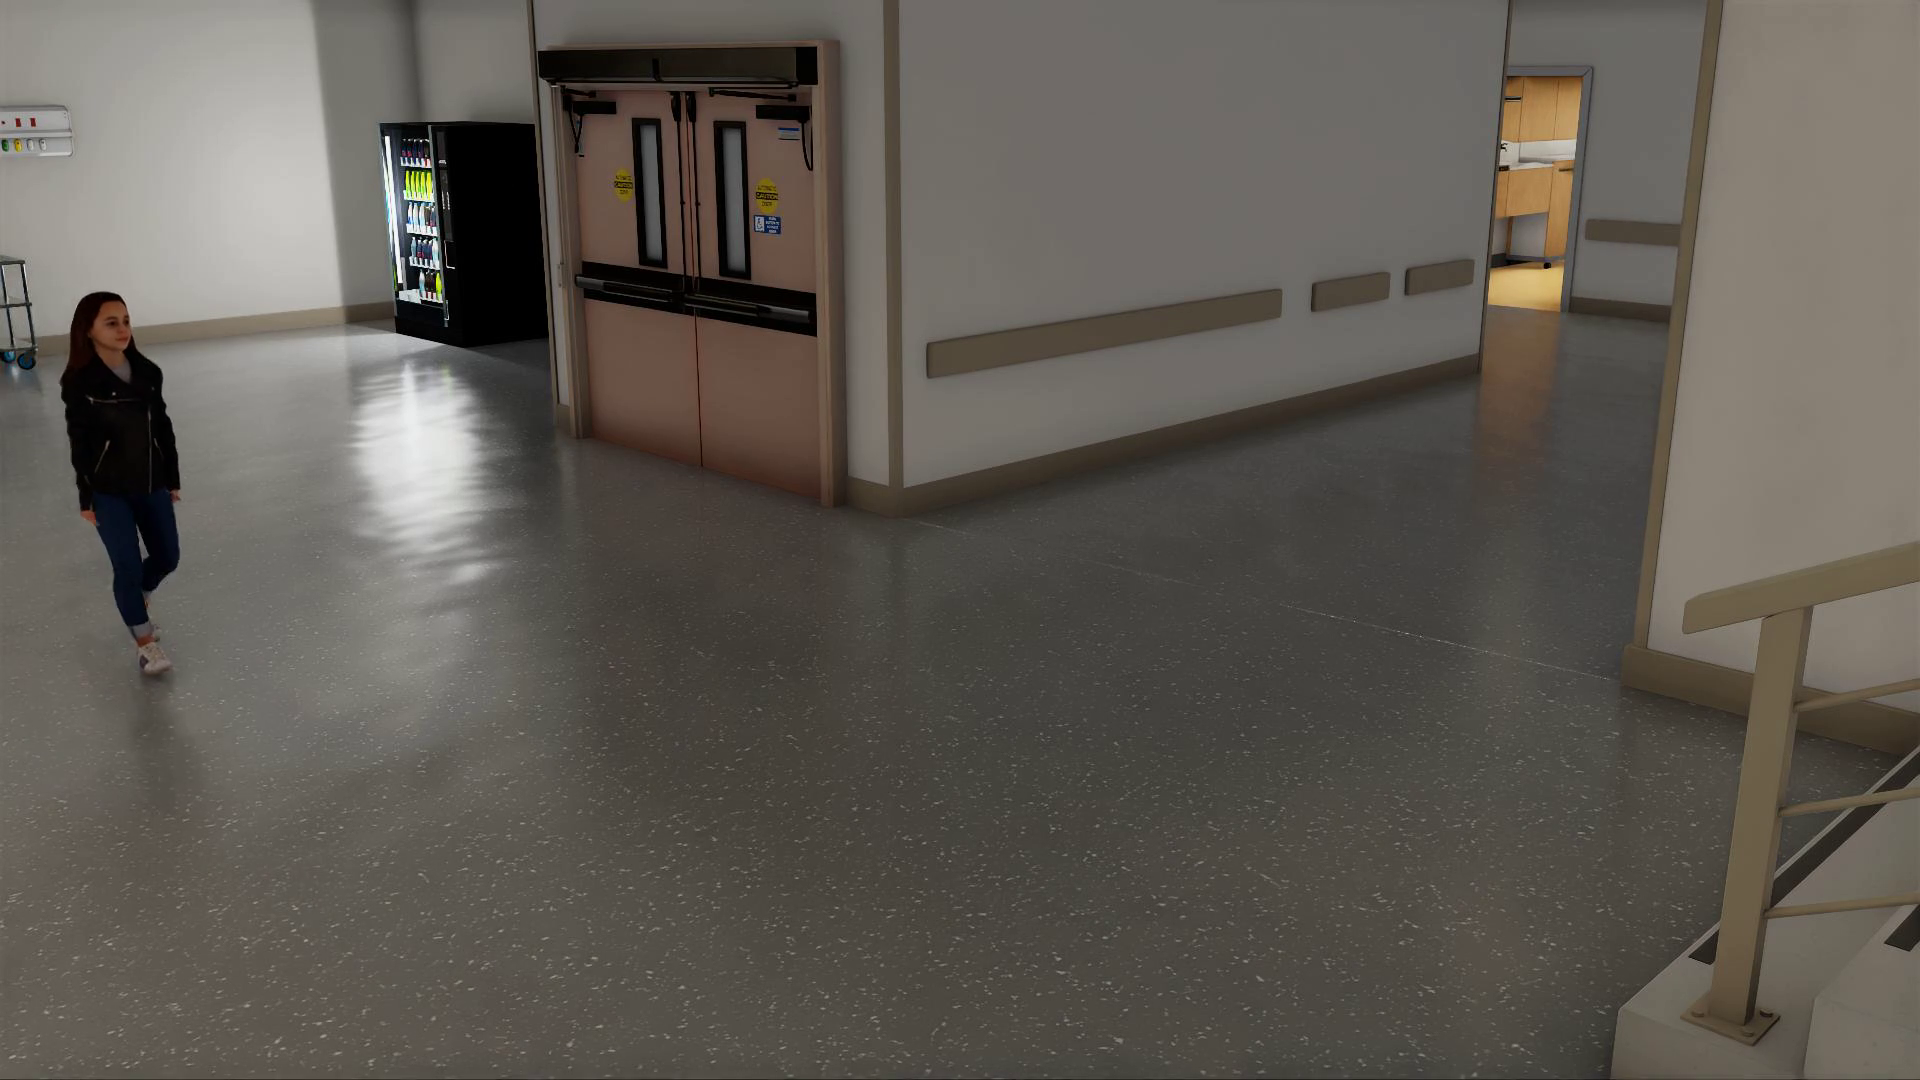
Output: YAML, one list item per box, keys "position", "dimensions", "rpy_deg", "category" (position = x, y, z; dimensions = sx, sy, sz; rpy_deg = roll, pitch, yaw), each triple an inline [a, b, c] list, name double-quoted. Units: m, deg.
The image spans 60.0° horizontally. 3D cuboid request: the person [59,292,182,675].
- position: [-3.253, -0.221, 6.403]
  dimensions: [0.743, 1.472, 0.615]
  rpy_deg: [11, 19, 35]
  category: "person"
